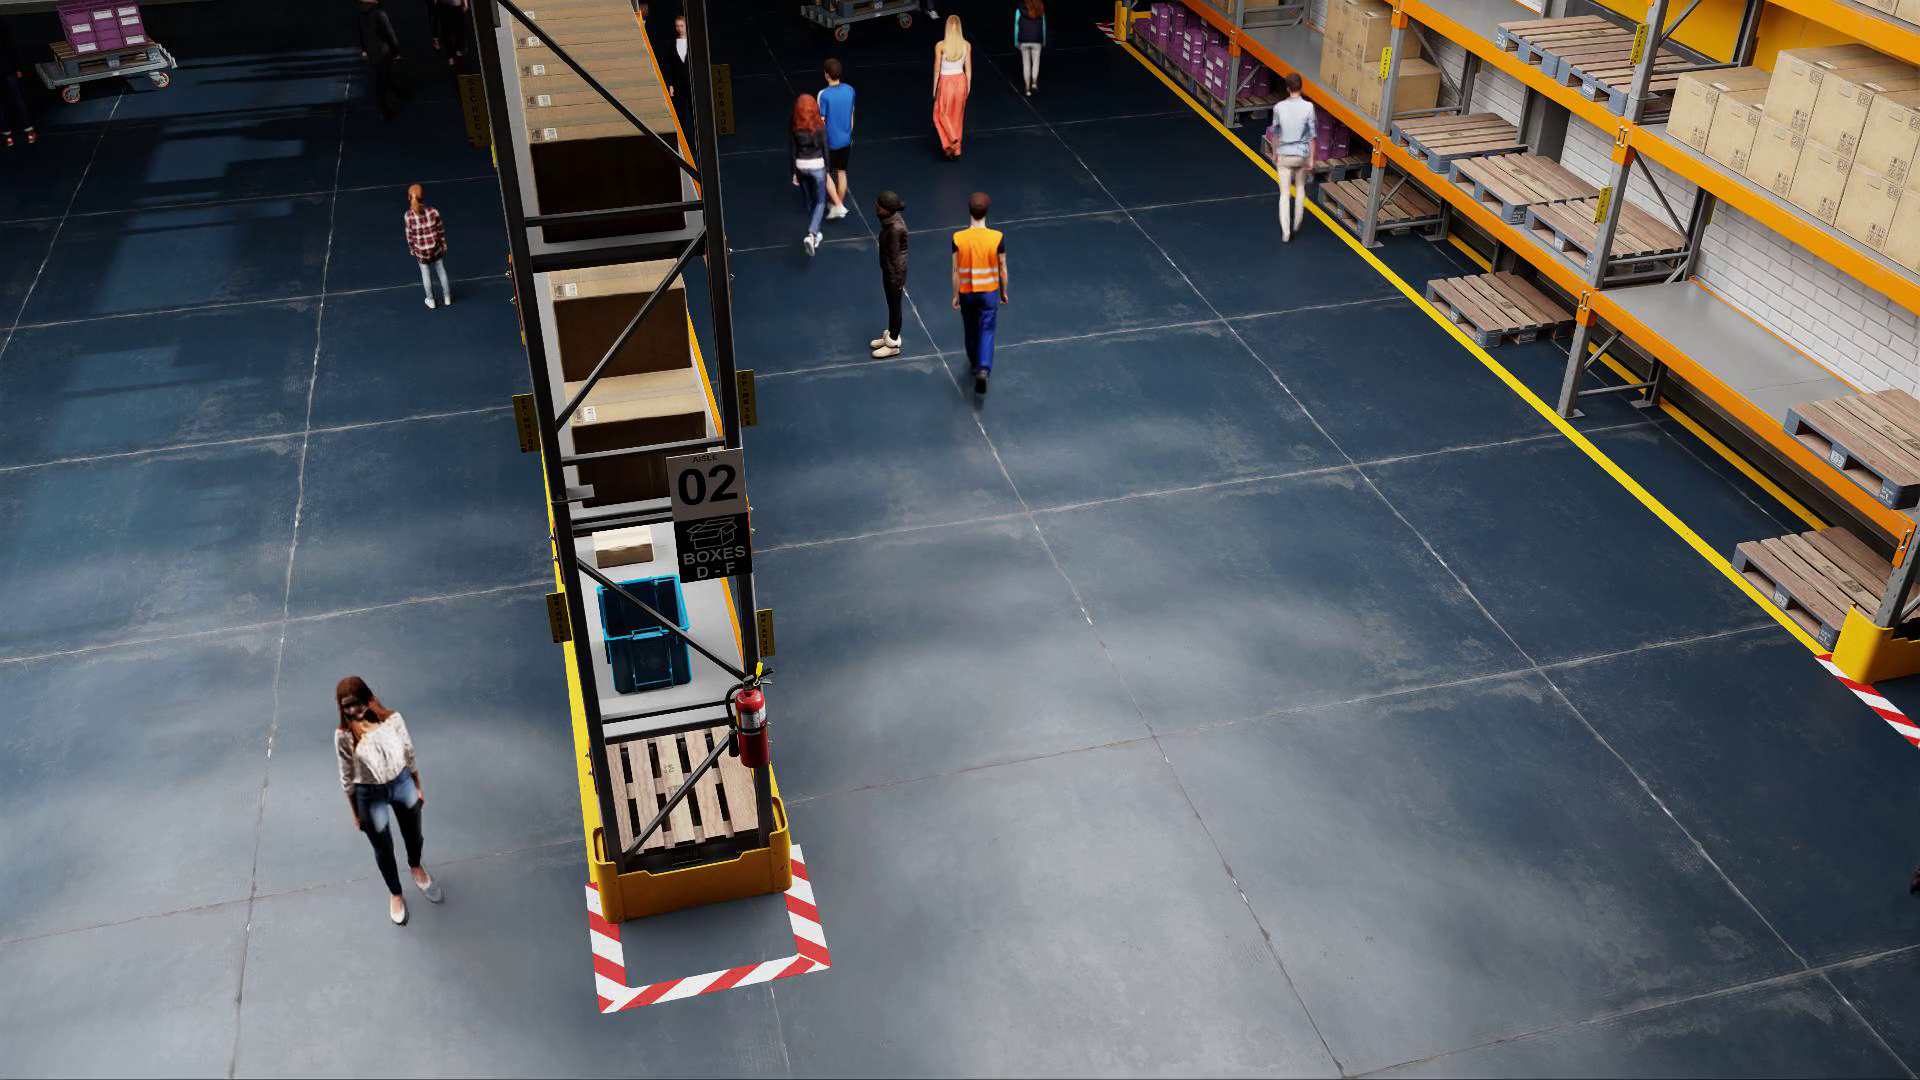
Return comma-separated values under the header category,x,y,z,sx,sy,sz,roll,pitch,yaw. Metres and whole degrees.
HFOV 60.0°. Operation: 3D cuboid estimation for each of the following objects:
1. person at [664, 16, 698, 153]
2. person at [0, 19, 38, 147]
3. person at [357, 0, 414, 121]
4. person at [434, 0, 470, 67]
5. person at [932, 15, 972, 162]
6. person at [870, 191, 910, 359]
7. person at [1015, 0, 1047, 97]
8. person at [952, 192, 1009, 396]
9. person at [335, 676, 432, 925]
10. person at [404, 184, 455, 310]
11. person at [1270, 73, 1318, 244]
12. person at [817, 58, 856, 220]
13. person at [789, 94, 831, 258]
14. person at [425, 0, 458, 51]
category,x,y,z,sx,sy,sz,roll,pitch,yaw
person,-3.397,-5.633,20.587,0.621,1.707,0.565,-5,34,-8
person,-12.066,-5.882,20.861,0.745,1.818,0.705,-18,38,-25
person,-7.590,-6.311,21.575,1.032,1.743,1.119,15,37,22
person,-7.222,-7.576,23.485,0.780,1.735,0.993,-6,34,-9
person,-0.084,-5.443,20.232,0.663,1.784,0.807,-6,34,-9
person,-0.628,-2.580,16.035,0.633,1.661,0.571,10,35,14
person,0.960,-6.724,22.419,0.626,1.497,0.650,-2,34,-3
person,0.171,-2.241,15.348,0.878,1.857,1.219,0,34,0
person,-3.407,1.480,9.835,0.679,1.763,0.759,-22,39,-29
person,-5.441,-3.007,16.999,0.561,1.305,0.537,-14,36,-20
person,3.672,-4.178,18.304,0.886,1.811,0.979,14,36,20
person,-1.367,-4.486,18.725,0.850,1.858,0.965,-22,40,-30
person,-1.626,-3.901,17.919,0.864,1.775,1.118,6,34,8
person,-7.622,-8.046,24.109,0.616,1.827,0.555,-5,34,-7
